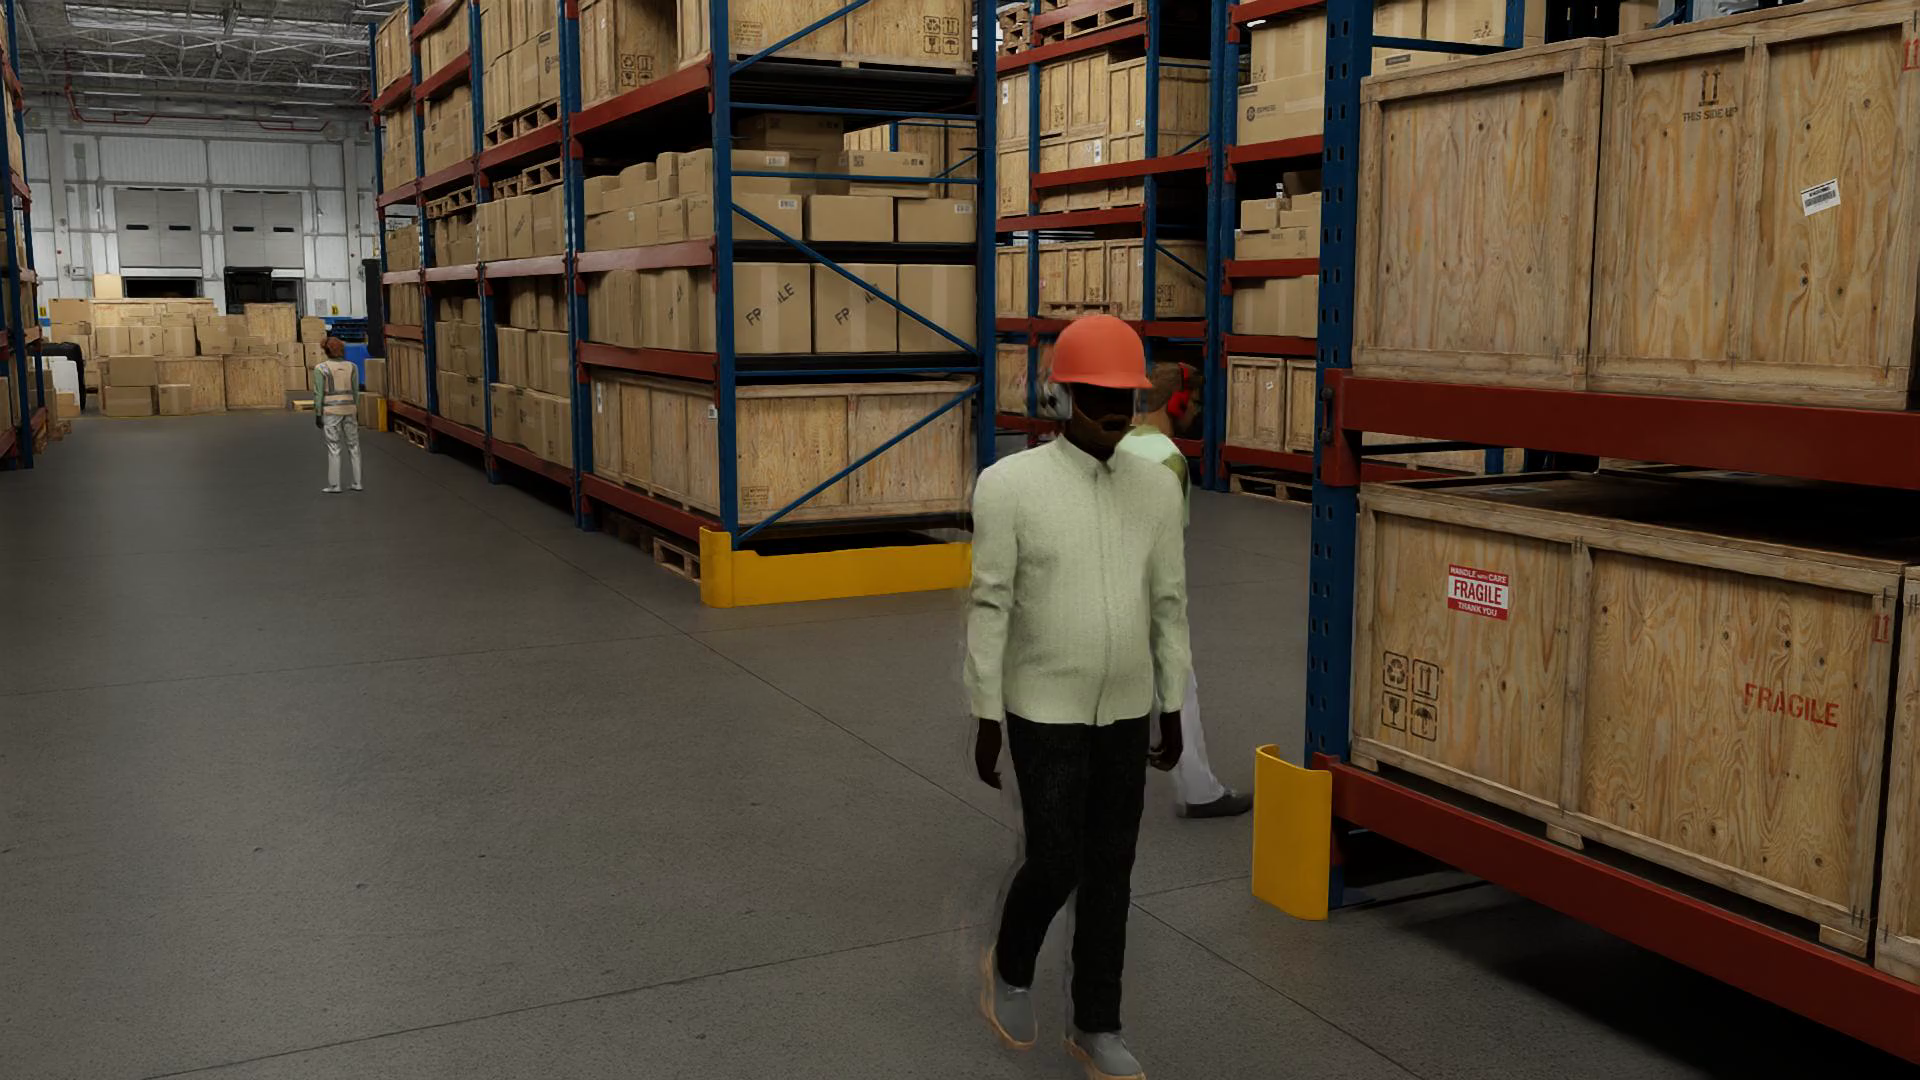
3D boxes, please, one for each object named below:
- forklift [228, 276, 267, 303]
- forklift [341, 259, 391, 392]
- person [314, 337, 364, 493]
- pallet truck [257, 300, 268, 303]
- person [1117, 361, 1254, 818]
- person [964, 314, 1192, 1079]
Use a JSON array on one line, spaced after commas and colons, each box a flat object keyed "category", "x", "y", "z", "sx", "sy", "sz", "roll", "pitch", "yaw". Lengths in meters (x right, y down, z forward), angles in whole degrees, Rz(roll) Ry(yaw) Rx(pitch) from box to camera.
[{"category": "forklift", "x": -17.862, "y": -5.470, "z": 41.809, "sx": 1.129, "sy": 2.768, "sz": 1.873, "roll": -4, "pitch": 9, "yaw": -26}, {"category": "forklift", "x": -11.763, "y": -4.321, "z": 33.885, "sx": 1.873, "sy": 2.768, "sz": 1.129, "roll": 1, "pitch": 8, "yaw": 7}, {"category": "person", "x": -6.486, "y": -1.301, "z": 17.362, "sx": 0.317, "sy": 1.630, "sz": 0.511, "roll": 6, "pitch": 10, "yaw": 37}, {"category": "pallet truck", "x": -23.913, "y": -7.404, "z": 58.171, "sx": 1.885, "sy": 1.965, "sz": 0.823, "roll": -1, "pitch": 8, "yaw": -9}, {"category": "person", "x": 0.678, "y": 0.215, "z": 6.371, "sx": 0.914, "sy": 1.790, "sz": 0.604, "roll": -3, "pitch": 9, "yaw": -21}, {"category": "person", "x": 0.319, "y": 0.418, "z": 4.266, "sx": 0.639, "sy": 1.983, "sz": 0.441, "roll": -4, "pitch": 9, "yaw": -26}]
